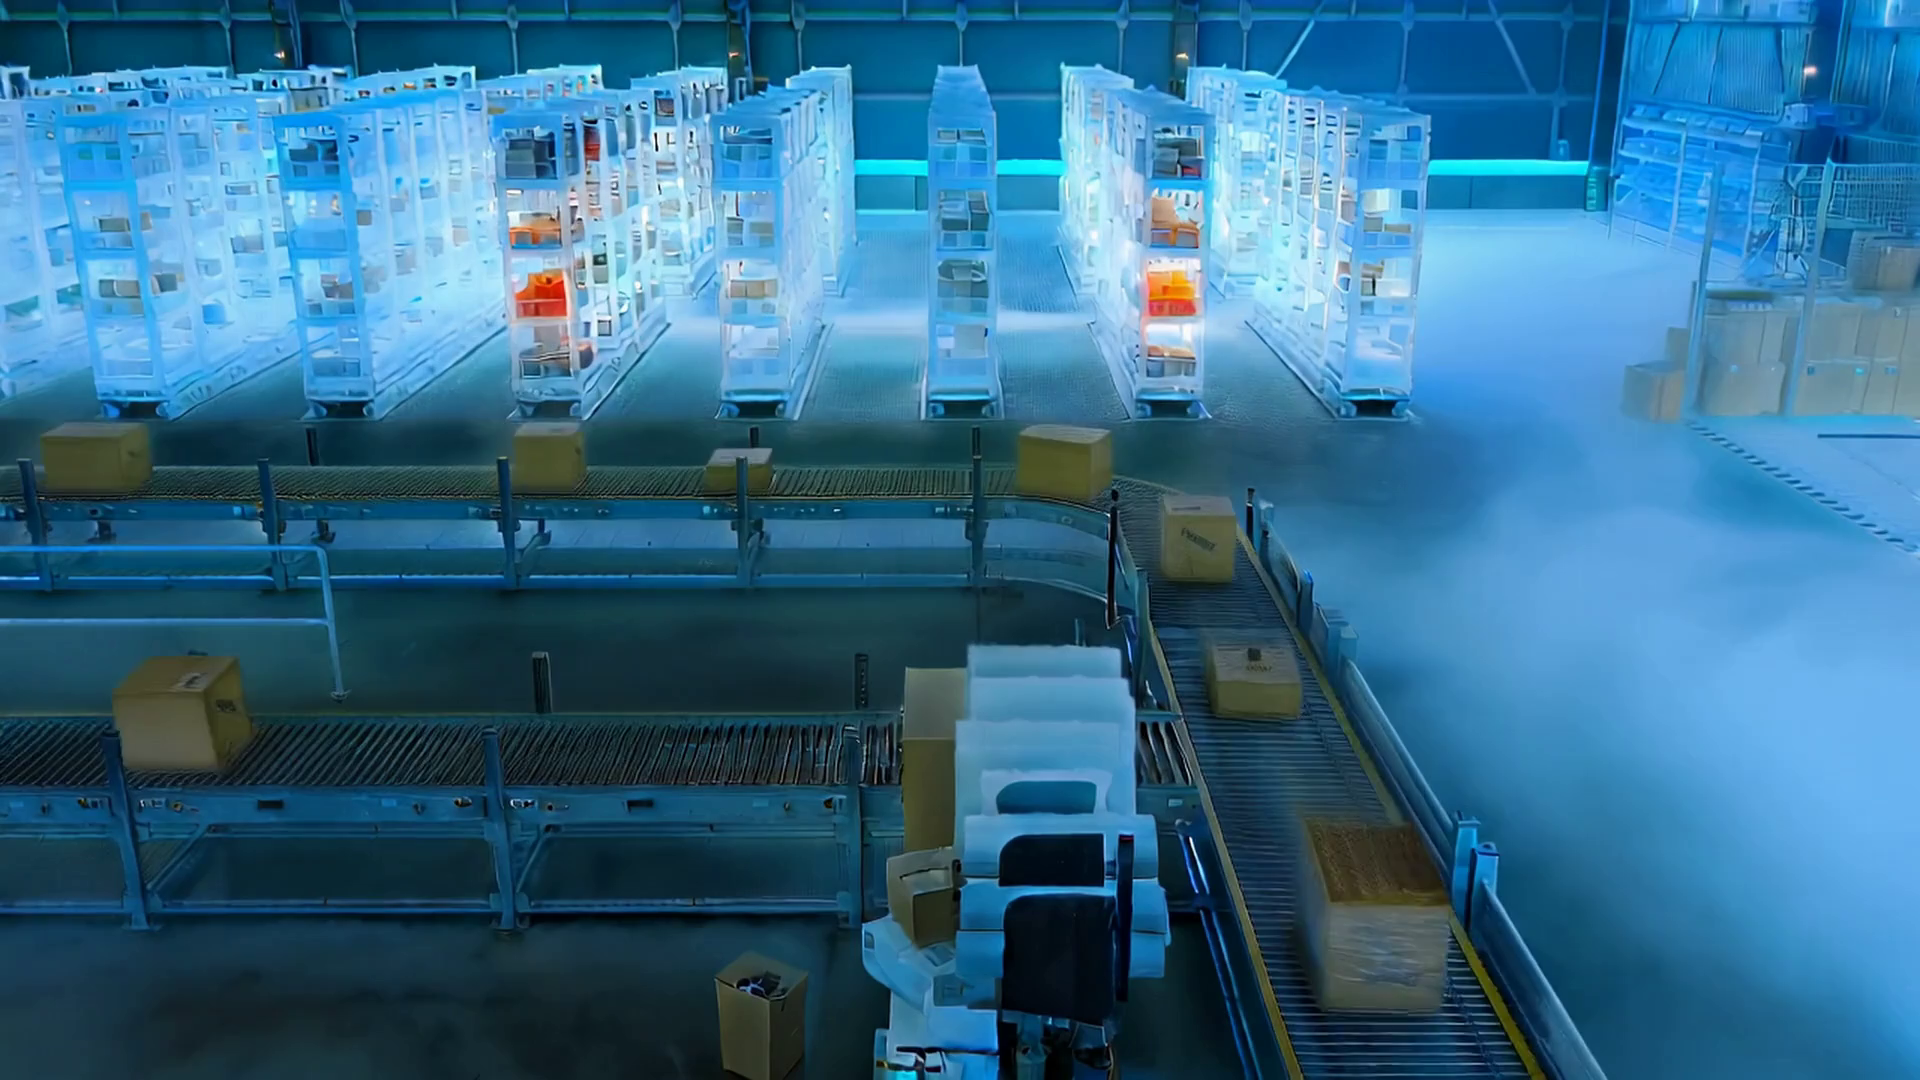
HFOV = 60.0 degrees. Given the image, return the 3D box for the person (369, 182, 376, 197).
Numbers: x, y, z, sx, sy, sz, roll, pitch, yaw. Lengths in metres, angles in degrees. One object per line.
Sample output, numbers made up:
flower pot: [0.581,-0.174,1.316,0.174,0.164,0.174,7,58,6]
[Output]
person: [-12.758,-7.583,36.007,0.390,1.847,0.563,16,24,40]
